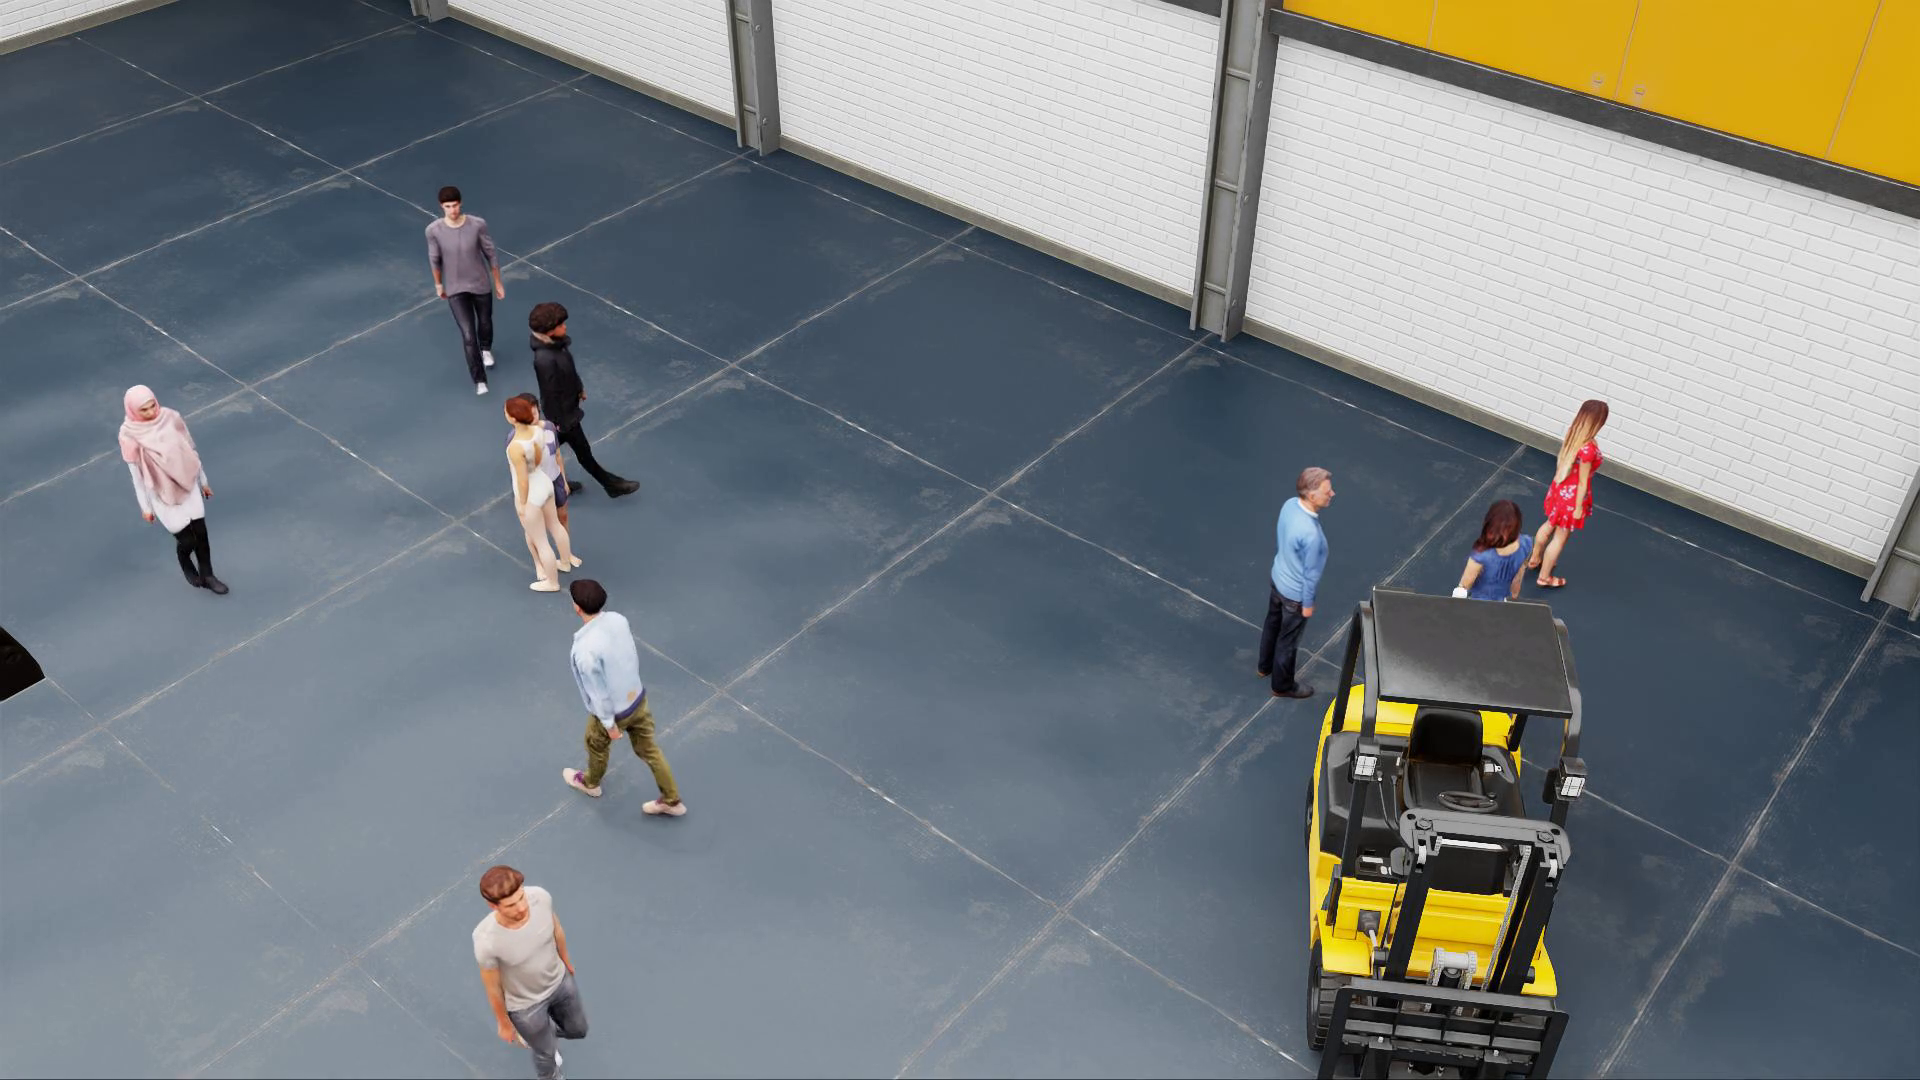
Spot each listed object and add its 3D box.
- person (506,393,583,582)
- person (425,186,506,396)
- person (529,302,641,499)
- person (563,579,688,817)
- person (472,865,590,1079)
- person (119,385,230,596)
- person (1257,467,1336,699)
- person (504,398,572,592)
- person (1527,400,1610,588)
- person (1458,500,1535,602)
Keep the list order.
[{"bbox_3d":[-3.085,-0.420,12.242,0.609,1.566,0.579,-26,45,-29],"label":"person"},{"bbox_3d":[-4.228,-2.222,14.305,1.052,1.807,1.253,-14,41,-16],"label":"person"},{"bbox_3d":[-3.158,-1.029,12.864,1.070,1.742,1.023,-4,39,-5],"label":"person"},{"bbox_3d":[-2.042,1.061,10.234,1.183,1.758,0.874,13,40,16],"label":"person"},{"bbox_3d":[-2.256,2.280,8.606,0.783,1.883,0.691,25,45,28],"label":"person"},{"bbox_3d":[-5.716,-0.354,11.983,0.689,1.786,0.688,24,45,27],"label":"person"},{"bbox_3d":[2.242,0.273,11.176,0.798,1.813,0.715,-7,39,-9],"label":"person"},{"bbox_3d":[-3.081,-0.339,12.078,0.597,1.643,0.609,10,40,12],"label":"person"},{"bbox_3d":[4.431,-0.344,12.126,0.712,1.591,0.666,1,39,2],"label":"person"},{"bbox_3d":[3.460,0.541,10.853,0.779,1.798,0.802,-18,42,-21],"label":"person"}]
